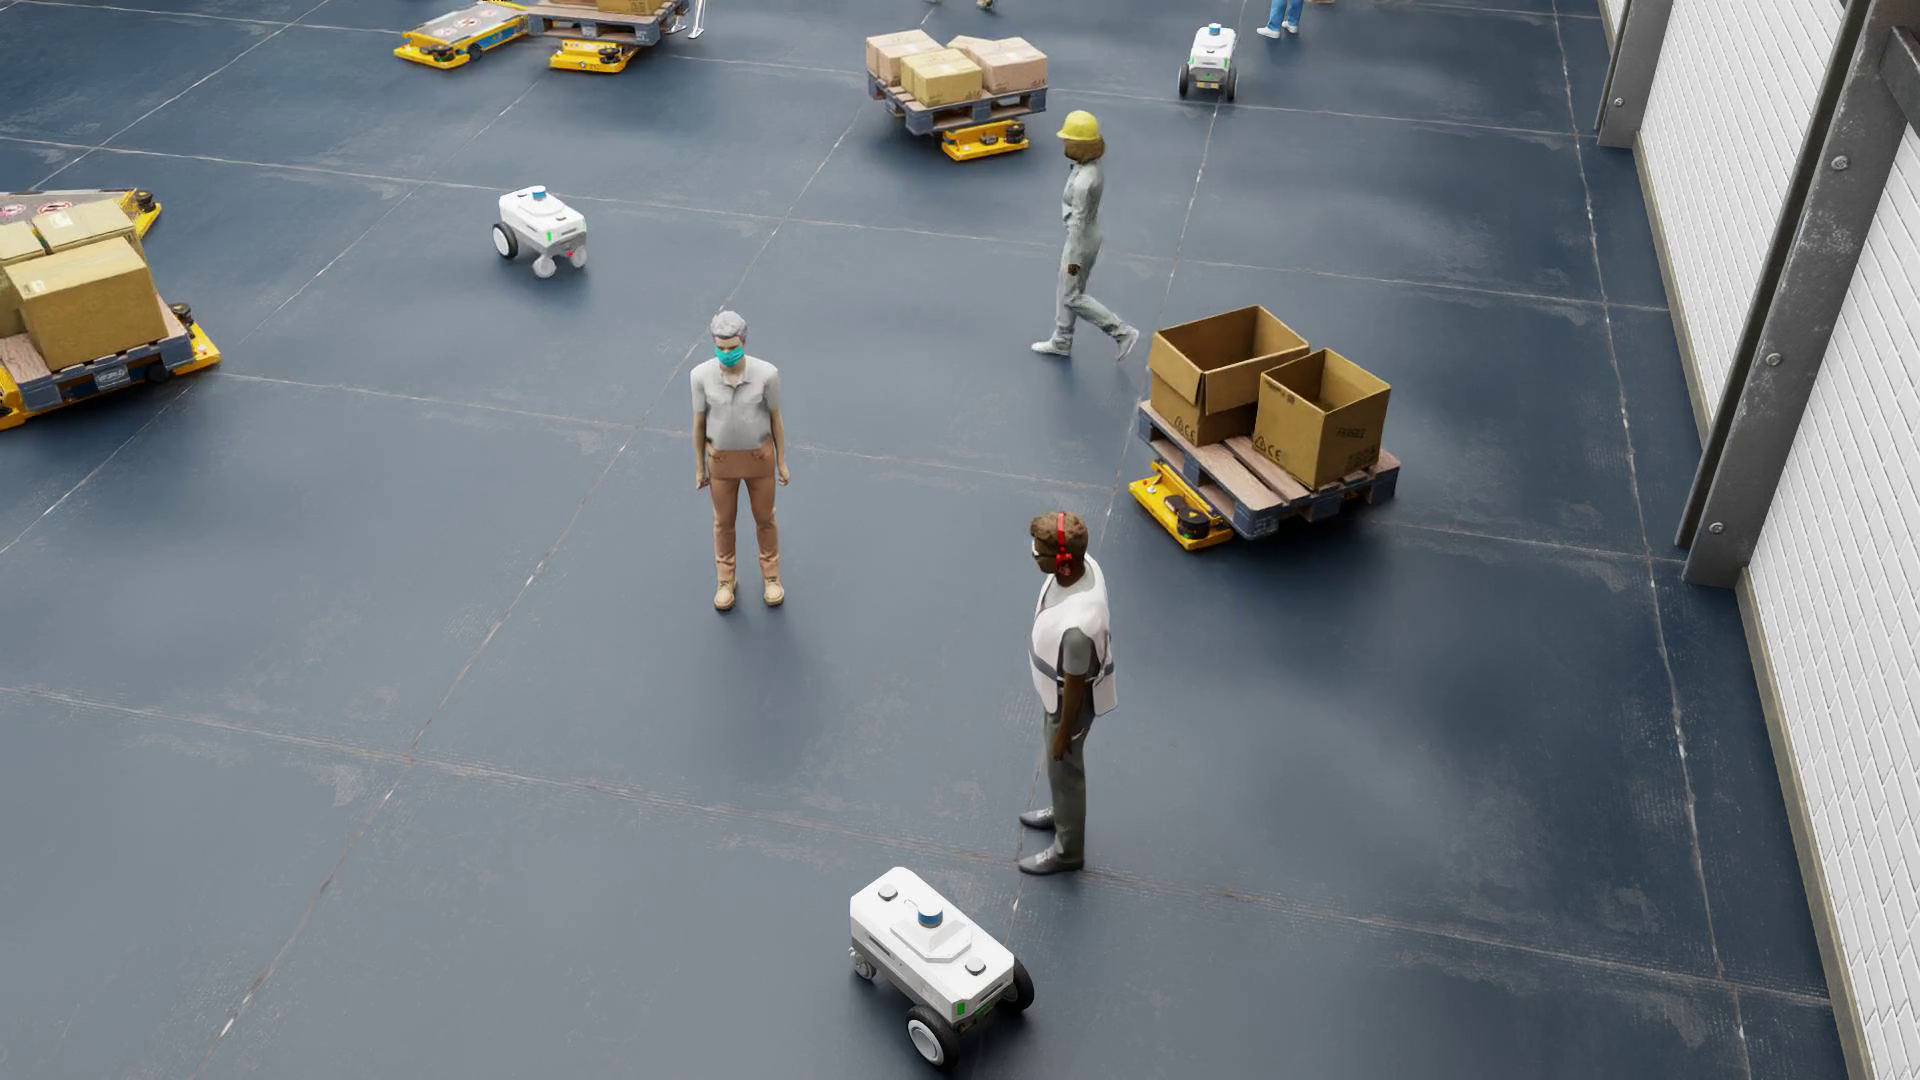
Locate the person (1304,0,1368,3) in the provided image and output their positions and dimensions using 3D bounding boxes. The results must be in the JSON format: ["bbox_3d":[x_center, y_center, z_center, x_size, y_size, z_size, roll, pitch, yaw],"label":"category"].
[{"bbox_3d":[3.772,-6.064,16.005,0.659,1.859,0.601,3,37,4],"label":"person"}]

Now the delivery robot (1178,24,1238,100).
[{"bbox_3d":[2.209,-4.234,14.636,0.516,0.584,0.754,8,37,10],"label":"delivery robot"}]

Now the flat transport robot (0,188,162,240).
[{"bbox_3d":[-6.793,-2.365,12.383,1.431,0.231,0.659,-3,37,-3],"label":"flat transport robot"}]

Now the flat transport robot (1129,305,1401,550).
[{"bbox_3d":[1.766,-0.358,9.698,1.431,0.231,0.659,-16,40,-20],"label":"flat transport robot"}]

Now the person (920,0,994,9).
[{"bbox_3d":[-0.031,-5.962,16.027,0.841,1.659,0.530,22,42,27],"label":"person"}]

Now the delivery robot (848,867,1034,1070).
[{"bbox_3d":[-0.102,1.697,6.725,0.499,0.614,0.815,-30,46,-33],"label":"delivery robot"}]

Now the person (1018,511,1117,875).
[{"bbox_3d":[0.462,0.652,7.042,0.400,1.834,0.568,0,37,0],"label":"person"}]

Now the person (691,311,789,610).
[{"bbox_3d":[-1.120,-0.404,8.525,0.474,1.746,0.320,-3,37,-4],"label":"person"}]

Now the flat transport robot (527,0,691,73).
[{"bbox_3d":[-3.245,-4.723,15.539,0.659,0.231,1.431,8,37,10],"label":"flat transport robot"}]

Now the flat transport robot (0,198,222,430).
[{"bbox_3d":[-5.609,-1.133,10.735,1.431,0.231,0.659,-25,43,-29],"label":"flat transport robot"}]

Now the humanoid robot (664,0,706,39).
[{"bbox_3d":[-2.523,-5.469,15.204,0.533,1.671,0.735,17,40,21],"label":"humanoid robot"}]

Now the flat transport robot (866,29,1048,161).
[{"bbox_3d":[-0.029,-3.581,14.011,0.659,0.231,1.431,-16,40,-20],"label":"flat transport robot"}]

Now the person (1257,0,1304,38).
[{"bbox_3d":[3.072,-5.527,15.396,0.488,1.730,0.364,-22,42,-26],"label":"person"}]

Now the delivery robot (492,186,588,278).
[{"bbox_3d":[-3.034,-2.266,12.023,0.525,0.608,0.780,-29,46,-33],"label":"delivery robot"}]

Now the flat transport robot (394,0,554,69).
[{"bbox_3d":[-4.552,-4.773,15.605,0.659,0.231,1.431,20,41,25],"label":"flat transport robot"}]

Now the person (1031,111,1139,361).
[{"bbox_3d":[0.816,-1.887,10.529,0.632,1.719,0.489,7,37,9],"label":"person"}]
